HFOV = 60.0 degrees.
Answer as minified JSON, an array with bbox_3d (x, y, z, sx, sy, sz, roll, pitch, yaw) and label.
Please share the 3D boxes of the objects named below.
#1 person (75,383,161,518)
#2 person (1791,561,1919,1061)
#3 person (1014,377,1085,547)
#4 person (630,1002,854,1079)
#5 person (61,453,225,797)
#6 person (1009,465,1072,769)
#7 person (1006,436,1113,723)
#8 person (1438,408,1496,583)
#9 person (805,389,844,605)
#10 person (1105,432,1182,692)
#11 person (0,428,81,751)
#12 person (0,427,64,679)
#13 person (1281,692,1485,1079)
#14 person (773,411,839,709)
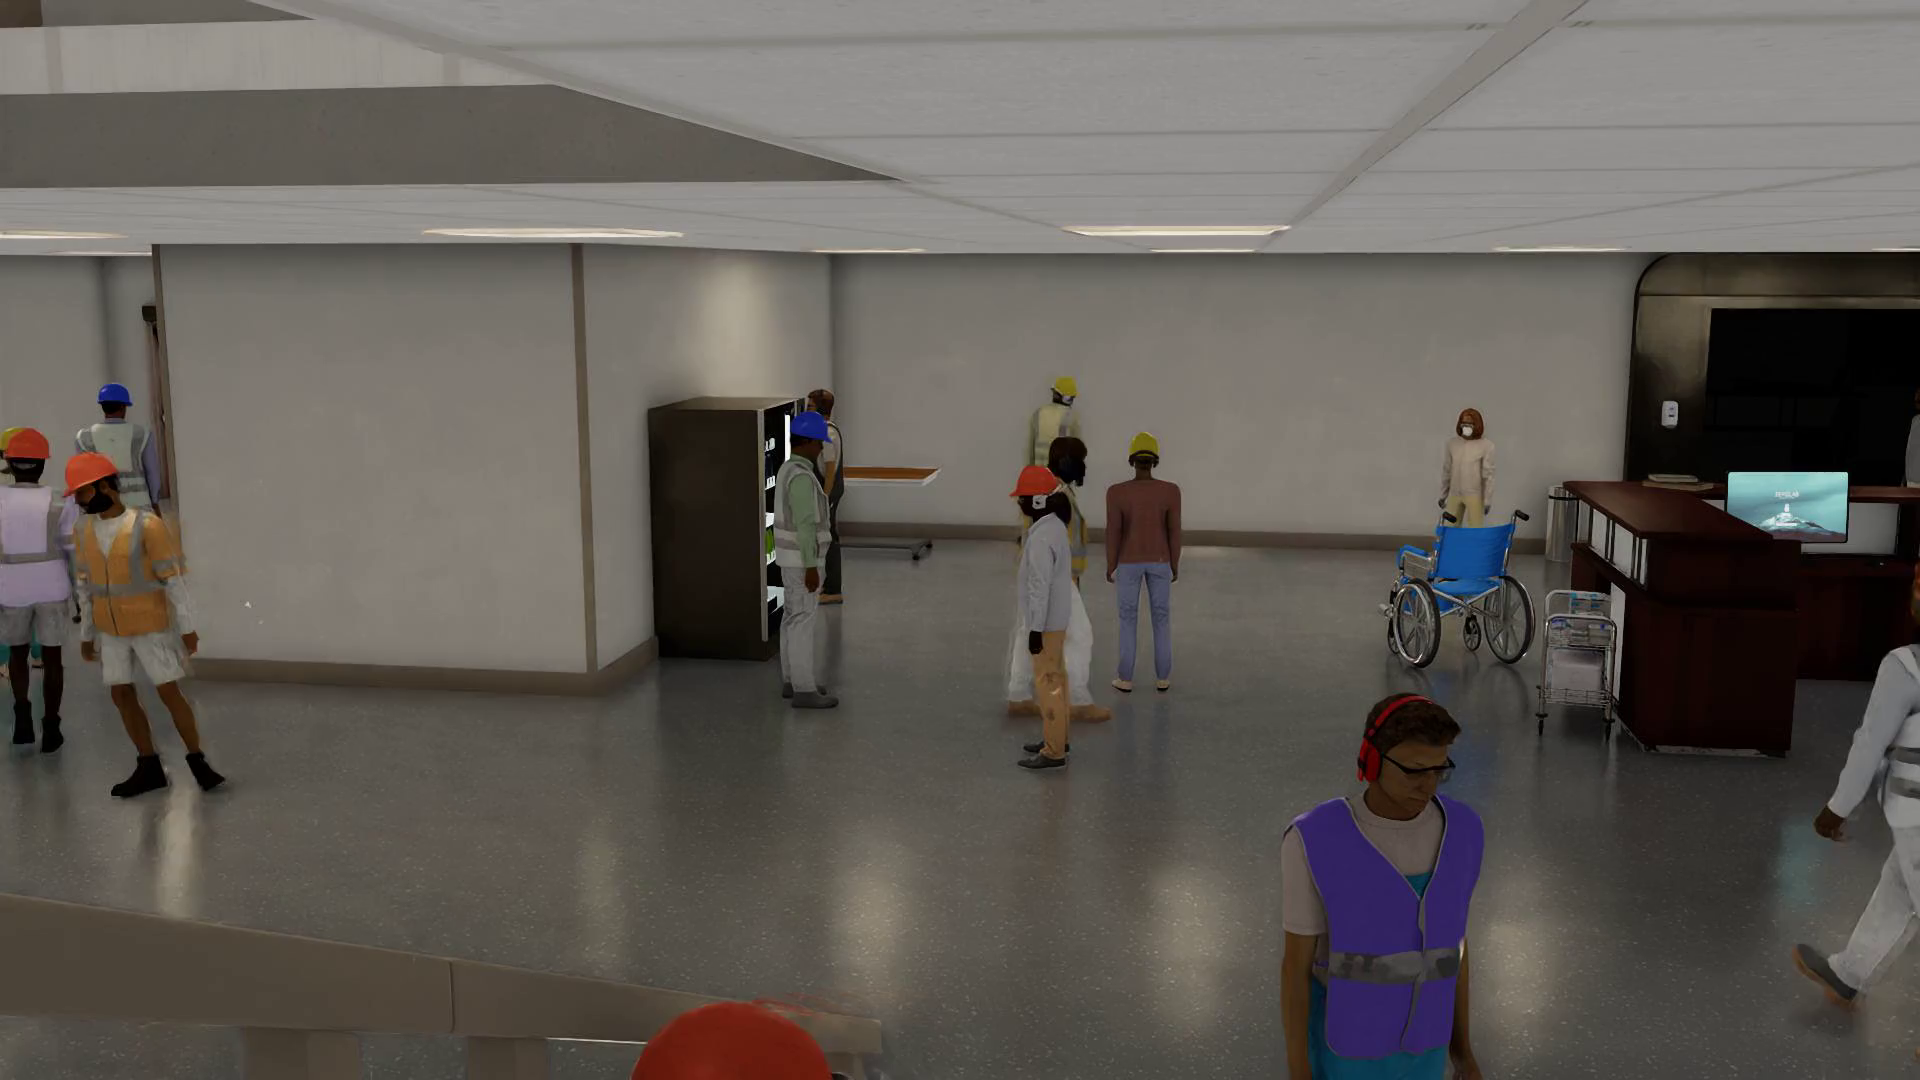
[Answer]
[{"bbox_3d":[-6.821,-0.303,13.528,0.605,1.938,0.412,-3,10,-18],"label":"person"},{"bbox_3d":[3.449,0.963,6.043,0.584,1.832,0.960,-4,10,-24],"label":"person"},{"bbox_3d":[0.943,-0.740,16.704,0.703,1.797,0.411,7,11,36],"label":"person"},{"bbox_3d":[-0.309,1.530,2.099,0.731,1.968,0.656,-3,10,-15],"label":"person"},{"bbox_3d":[-4.402,0.464,8.949,0.696,1.889,0.492,1,9,8],"label":"person"},{"bbox_3d":[0.458,0.436,9.579,0.361,1.742,0.563,2,9,9],"label":"person"},{"bbox_3d":[0.660,0.250,10.496,0.785,1.805,0.666,0,9,-2],"label":"person"},{"bbox_3d":[4.557,-0.378,14.952,0.285,1.627,0.511,-9,13,-43],"label":"person"},{"bbox_3d":[-1.155,-0.370,14.221,0.328,1.844,0.514,-1,9,-4],"label":"person"},{"bbox_3d":[1.234,0.154,11.242,0.522,1.769,0.310,-1,9,-5],"label":"person"},{"bbox_3d":[-5.482,0.301,9.845,0.582,1.921,0.398,-3,10,-20],"label":"person"},{"bbox_3d":[-6.593,0.083,11.691,0.329,1.763,0.523,5,11,29],"label":"person"},{"bbox_3d":[1.039,1.268,4.148,0.563,1.838,0.389,-4,10,-23],"label":"person"},{"bbox_3d":[-1.019,0.126,10.878,0.400,1.938,0.602,-3,10,-16],"label":"person"}]
